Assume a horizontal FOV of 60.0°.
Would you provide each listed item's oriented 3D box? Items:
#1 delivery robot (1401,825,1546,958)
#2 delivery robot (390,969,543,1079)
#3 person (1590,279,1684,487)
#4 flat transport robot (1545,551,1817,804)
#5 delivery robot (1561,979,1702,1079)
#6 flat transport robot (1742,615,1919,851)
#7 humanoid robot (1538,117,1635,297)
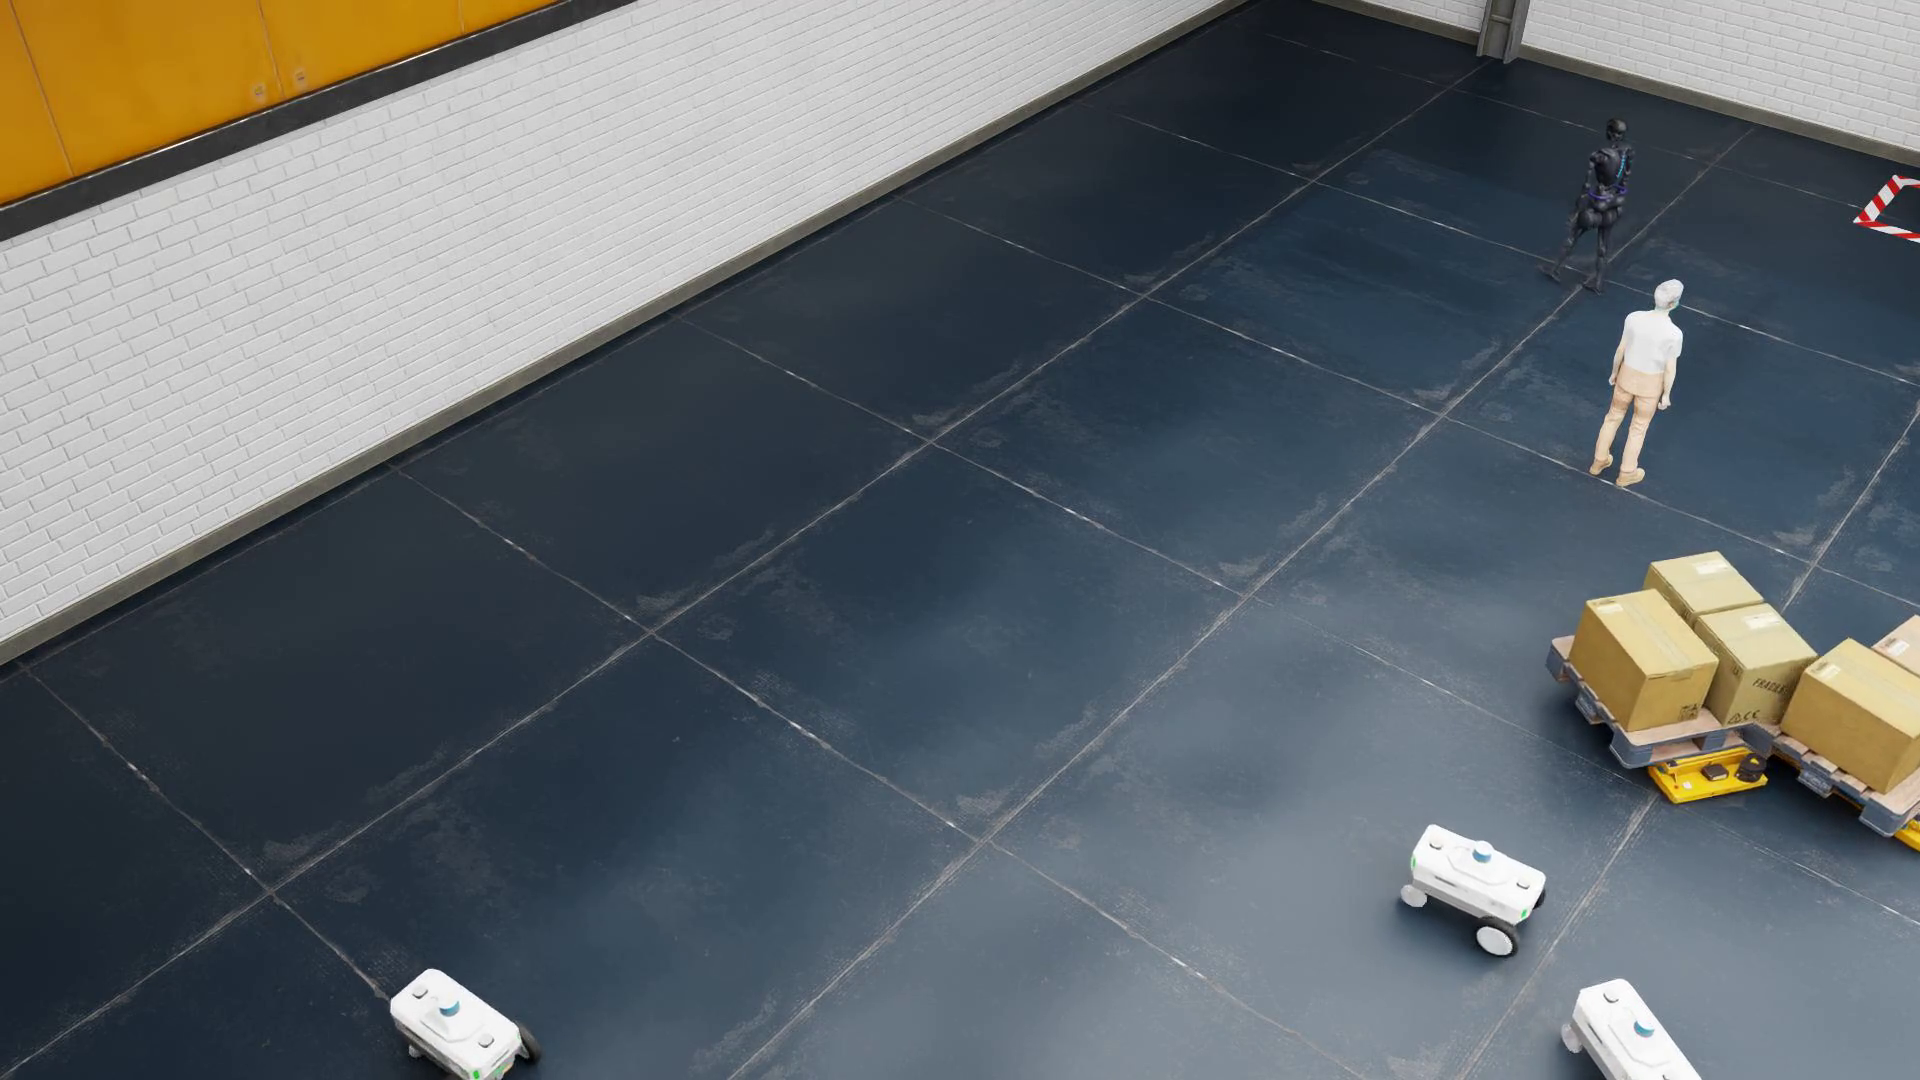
[{"bbox_3d":[2.987,1.987,9.599,0.794,0.603,0.499,23,44,26],"label":"delivery robot"},{"bbox_3d":[-2.642,2.614,8.803,0.740,0.581,0.513,24,45,27],"label":"delivery robot"},{"bbox_3d":[5.157,-1.197,12.593,0.308,1.745,0.493,-30,47,-32],"label":"person"},{"bbox_3d":[4.587,1.109,10.910,0.659,0.231,1.431,-9,40,-11],"label":"flat transport robot"},{"bbox_3d":[3.530,2.711,8.695,0.499,0.597,0.779,-11,40,-13],"label":"delivery robot"},{"bbox_3d":[5.697,1.390,10.561,0.659,0.231,1.431,-25,45,-28],"label":"flat transport robot"},{"bbox_3d":[5.708,-3.028,14.935,0.614,1.634,0.656,-18,42,-21],"label":"humanoid robot"}]
